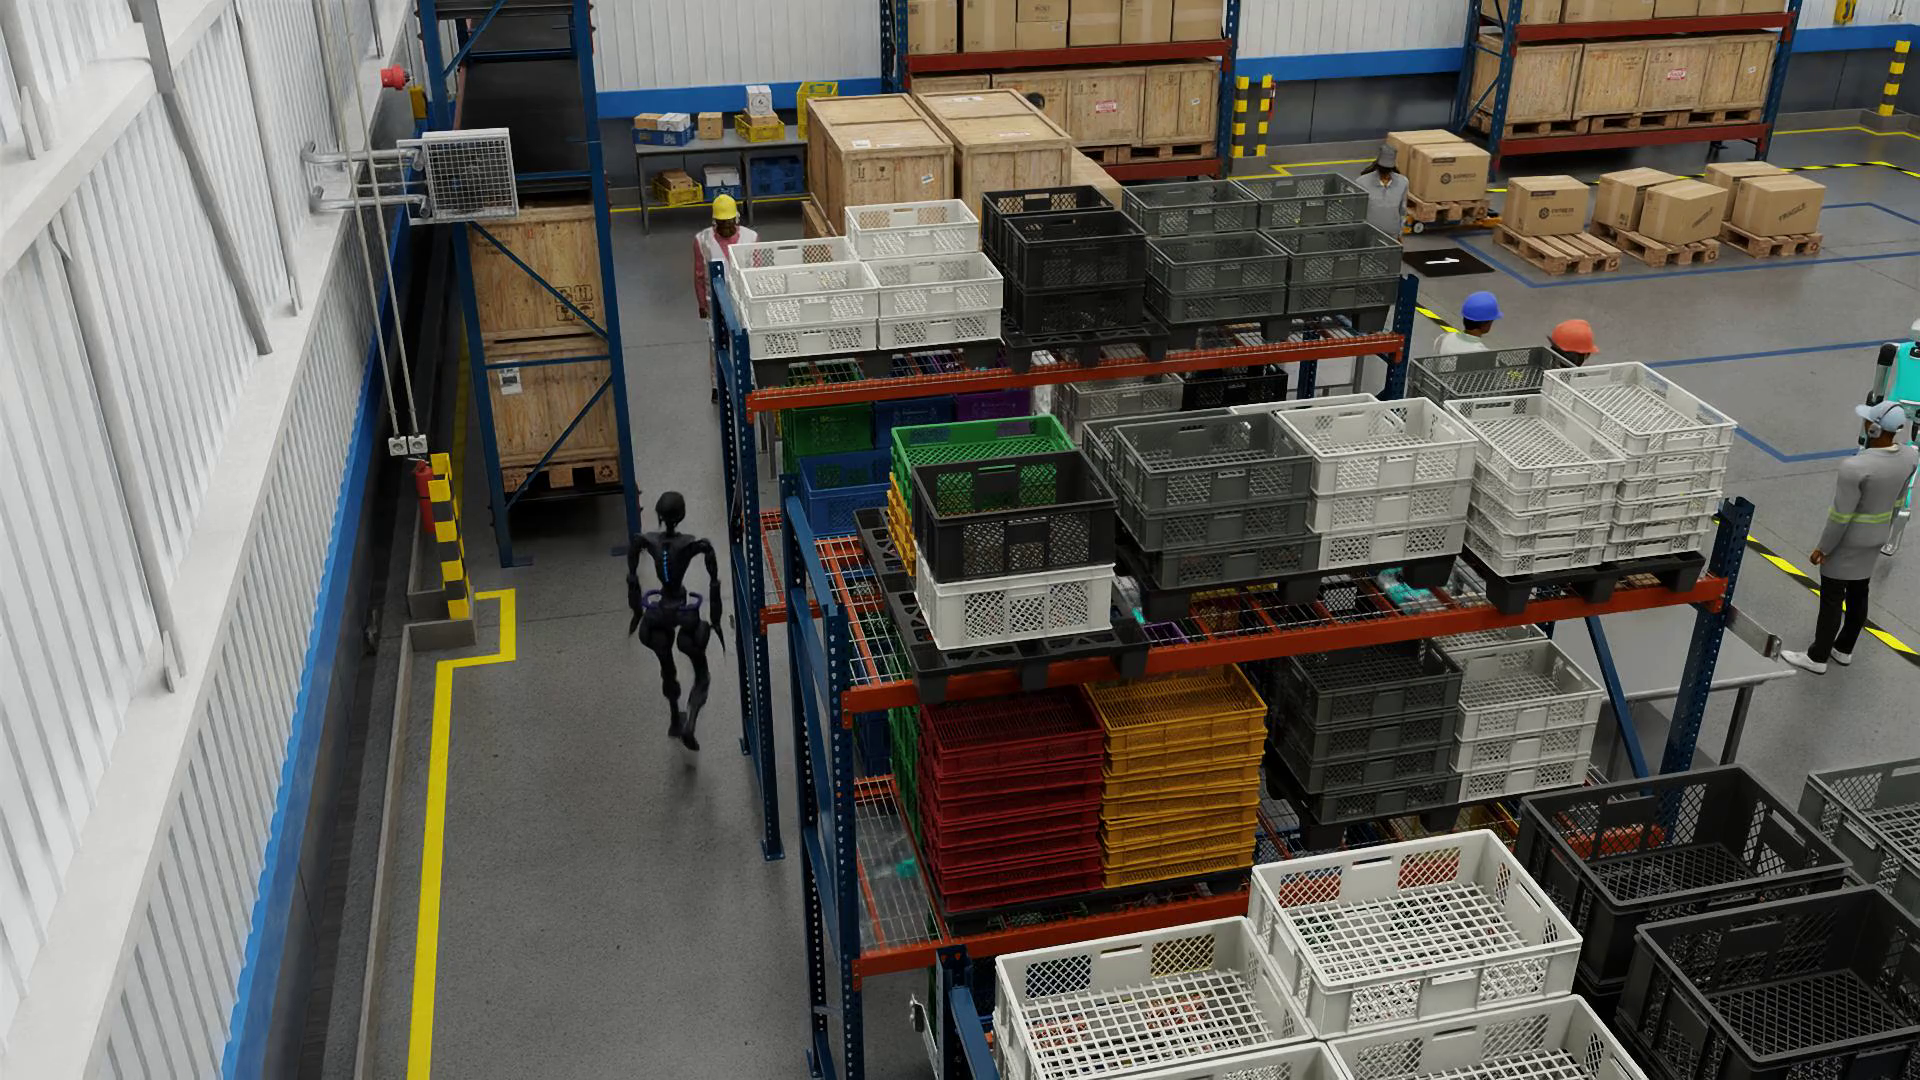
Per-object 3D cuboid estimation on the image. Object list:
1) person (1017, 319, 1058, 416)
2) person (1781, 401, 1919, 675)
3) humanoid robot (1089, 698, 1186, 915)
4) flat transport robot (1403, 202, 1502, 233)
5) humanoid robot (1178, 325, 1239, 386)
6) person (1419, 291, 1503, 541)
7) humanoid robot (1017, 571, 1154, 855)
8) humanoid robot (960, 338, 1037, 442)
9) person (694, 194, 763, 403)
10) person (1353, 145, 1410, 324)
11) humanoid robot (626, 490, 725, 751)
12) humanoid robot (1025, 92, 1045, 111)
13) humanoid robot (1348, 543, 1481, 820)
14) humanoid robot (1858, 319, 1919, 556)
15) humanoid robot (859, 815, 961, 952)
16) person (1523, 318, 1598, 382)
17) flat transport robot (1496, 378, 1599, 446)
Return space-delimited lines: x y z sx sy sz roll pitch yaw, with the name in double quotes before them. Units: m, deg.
"person" 0.574 -1.255 12.698 0.361 1.882 0.573 5 28 9
"person" 5.575 -0.019 10.385 0.589 1.852 0.368 -12 30 -21
"humanoid robot" 0.891 1.269 8.148 0.505 1.644 0.601 -23 35 -37
"flat transport robot" 5.428 -3.755 19.141 1.431 0.197 0.652 -6 28 -12
"humanoid robot" 1.719 -0.801 12.067 0.611 1.644 0.476 23 36 37
"person" 3.549 -0.829 11.818 0.398 1.948 0.604 -12 30 -21
"humanoid robot" 0.609 0.999 8.680 1.079 1.792 0.559 -11 30 -20
"humanoid robot" 0.301 -0.503 11.321 0.531 1.691 0.730 -4 28 -8
"person" -1.976 -2.074 14.302 0.587 1.834 0.404 -6 28 -12
"person" 4.006 -2.941 16.023 0.564 1.762 0.405 -2 28 -5
"humanoid robot" -1.673 0.485 9.627 0.588 1.644 0.556 2 28 3
"humanoid robot" 0.748 -4.132 18.412 0.730 1.633 0.601 -8 29 -14
"humanoid robot" 2.468 0.813 8.915 0.924 1.756 0.551 -5 28 -9
"humanoid robot" 6.532 -0.648 11.556 0.533 1.677 0.735 14 31 24
"humanoid robot" -0.211 1.307 8.004 0.957 1.765 0.534 -2 28 -4
"person" 3.928 -0.520 11.146 0.398 2.035 0.601 -3 28 -6
"flat transport robot" 4.780 -1.036 14.013 0.659 0.231 1.431 -6 28 -12
